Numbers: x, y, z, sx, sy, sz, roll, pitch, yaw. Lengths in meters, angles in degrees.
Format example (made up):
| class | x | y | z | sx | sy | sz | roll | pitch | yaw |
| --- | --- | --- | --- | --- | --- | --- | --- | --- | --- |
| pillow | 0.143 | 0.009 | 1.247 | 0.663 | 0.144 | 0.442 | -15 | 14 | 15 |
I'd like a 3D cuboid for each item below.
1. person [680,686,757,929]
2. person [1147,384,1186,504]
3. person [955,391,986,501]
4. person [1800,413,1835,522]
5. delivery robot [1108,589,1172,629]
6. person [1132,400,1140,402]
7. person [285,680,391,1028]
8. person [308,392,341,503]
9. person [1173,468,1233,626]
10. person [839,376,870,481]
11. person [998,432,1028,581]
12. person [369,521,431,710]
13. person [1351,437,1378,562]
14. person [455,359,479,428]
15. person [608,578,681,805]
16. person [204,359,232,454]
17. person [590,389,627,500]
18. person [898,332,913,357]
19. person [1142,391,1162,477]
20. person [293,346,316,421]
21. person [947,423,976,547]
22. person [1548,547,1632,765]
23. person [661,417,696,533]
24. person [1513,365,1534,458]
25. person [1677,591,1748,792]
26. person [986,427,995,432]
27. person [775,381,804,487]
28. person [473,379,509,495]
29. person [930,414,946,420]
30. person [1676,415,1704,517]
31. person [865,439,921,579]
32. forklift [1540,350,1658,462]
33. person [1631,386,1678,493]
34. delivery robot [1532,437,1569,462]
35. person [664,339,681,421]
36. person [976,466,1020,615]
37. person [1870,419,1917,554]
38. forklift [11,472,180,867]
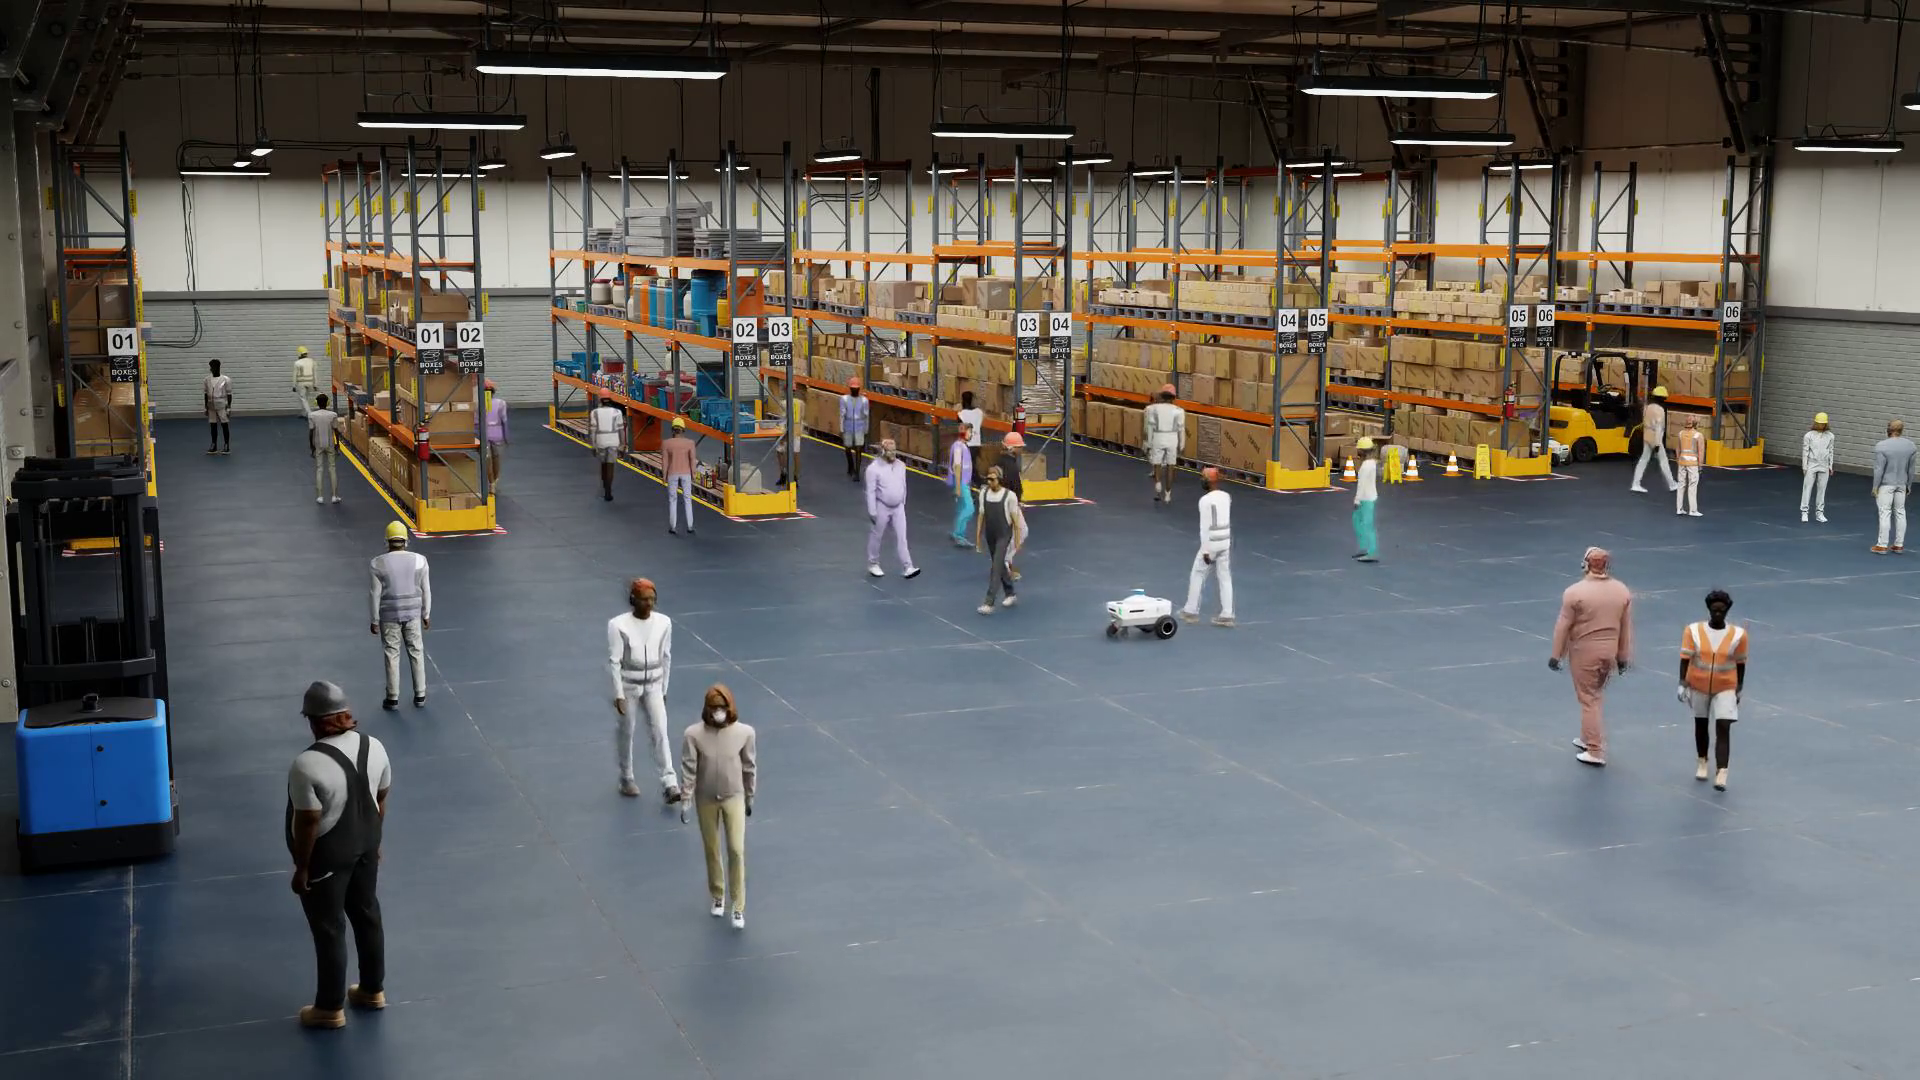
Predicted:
| class | x | y | z | sx | sy | sz | roll | pitch | yaw |
| --- | --- | --- | --- | --- | --- | --- | --- | --- | --- |
| person | -1.618 | 1.789 | 14.028 | 0.507 | 1.607 | 0.740 | -1 | 9 | -3 |
| person | 3.489 | -1.626 | 35.380 | 0.649 | 2.030 | 0.414 | 1 | 9 | 9 |
| person | 0.164 | -1.583 | 35.527 | 0.615 | 1.899 | 0.487 | -8 | 12 | -44 |
| person | 13.607 | -1.154 | 33.197 | 0.492 | 1.741 | 0.318 | 0 | 9 | 0 |
| delivery robot | 2.048 | 0.804 | 23.905 | 0.707 | 0.478 | 0.477 | -4 | 9 | -23 |
| person | 4.308 | -3.822 | 50.671 | 0.659 | 1.831 | 0.434 | -6 | 11 | -36 |
| person | -3.716 | 1.842 | 12.366 | 0.536 | 2.000 | 0.688 | 5 | 10 | 29 |
| person | -10.771 | -1.567 | 35.507 | 0.514 | 1.876 | 0.328 | -2 | 9 | -12 |
| person | 2.906 | 0.067 | 24.677 | 0.590 | 1.849 | 0.848 | -8 | 12 | -43 |
| person | -1.944 | -2.064 | 38.645 | 0.560 | 1.927 | 0.524 | 0 | 9 | 0 |
| person | 0.686 | -0.451 | 27.725 | 0.458 | 1.974 | 0.651 | 0 | 9 | 2 |
| person | -5.451 | 0.725 | 20.369 | 0.600 | 1.829 | 0.404 | -5 | 10 | -30 |
| person | 5.616 | -0.566 | 29.262 | 0.523 | 1.751 | 0.526 | 3 | 9 | 17 |
| person | -11.422 | -3.604 | 48.678 | 0.611 | 1.997 | 0.375 | -2 | 9 | -12 |
| person | -2.567 | 1.231 | 16.999 | 0.584 | 1.823 | 1.004 | -5 | 10 | -28 |
| person | -15.265 | -2.743 | 43.055 | 0.603 | 1.963 | 0.368 | 1 | 9 | 8 |
| person | -6.048 | -1.661 | 36.066 | 0.572 | 1.883 | 0.975 | 0 | 9 | 1 |
| person | -1.482 | -4.704 | 56.560 | 0.403 | 1.830 | 0.600 | 5 | 10 | 31 |
| person | 3.618 | -1.970 | 39.026 | 0.539 | 1.625 | 0.391 | -7 | 11 | -38 |
| person | -15.782 | -3.769 | 50.415 | 0.782 | 1.809 | 0.609 | 7 | 11 | 38 |
| person | 0.032 | -0.795 | 30.474 | 0.438 | 1.830 | 0.606 | 1 | 9 | 8 |
| person | 5.485 | 0.995 | 18.426 | 0.650 | 1.878 | 0.821 | -3 | 9 | -21 |
| person | -4.300 | -0.993 | 32.043 | 0.533 | 1.767 | 0.326 | -1 | 9 | -9 |
| person | 11.324 | -2.579 | 42.184 | 0.576 | 1.887 | 0.969 | -3 | 9 | -17 |
| person | 6.257 | 1.250 | 17.445 | 0.547 | 1.651 | 0.877 | 4 | 9 | 22 |
| person | 0.649 | -3.450 | 48.012 | 0.617 | 1.887 | 1.006 | -3 | 9 | -22 |
| person | -3.084 | -1.914 | 37.668 | 0.561 | 1.920 | 0.544 | -6 | 10 | -33 |
| person | -8.280 | -1.810 | 36.688 | 0.645 | 2.000 | 0.970 | -4 | 9 | -23 |
| person | -0.503 | -3.835 | 50.909 | 0.630 | 1.791 | 0.966 | -1 | 9 | -9 |
| person | 11.797 | -1.202 | 33.858 | 0.315 | 1.638 | 0.515 | -5 | 10 | -30 |
| person | -0.924 | -0.402 | 27.790 | 0.677 | 1.850 | 1.000 | -6 | 10 | -33 |
| forklift | 12.897 | -2.725 | 42.309 | 2.313 | 2.155 | 1.214 | -3 | 9 | -21 |
| person | 12.267 | -1.761 | 36.786 | 0.974 | 1.871 | 0.613 | -1 | 9 | -8 |
| delivery robot | 11.606 | -1.783 | 41.156 | 0.477 | 0.478 | 0.707 | -6 | 11 | -37 |
| person | -6.949 | -3.884 | 50.597 | 0.405 | 1.987 | 0.618 | 4 | 9 | 25 |
| person | 0.462 | -0.024 | 25.534 | 0.518 | 1.790 | 0.984 | 6 | 10 | 34 |
| person | 13.345 | -0.770 | 29.980 | 0.635 | 1.937 | 0.360 | -2 | 9 | -11 |
| forklift | -6.630 | 0.886 | 15.957 | 1.129 | 2.768 | 1.873 | -3 | 9 | -21 |
